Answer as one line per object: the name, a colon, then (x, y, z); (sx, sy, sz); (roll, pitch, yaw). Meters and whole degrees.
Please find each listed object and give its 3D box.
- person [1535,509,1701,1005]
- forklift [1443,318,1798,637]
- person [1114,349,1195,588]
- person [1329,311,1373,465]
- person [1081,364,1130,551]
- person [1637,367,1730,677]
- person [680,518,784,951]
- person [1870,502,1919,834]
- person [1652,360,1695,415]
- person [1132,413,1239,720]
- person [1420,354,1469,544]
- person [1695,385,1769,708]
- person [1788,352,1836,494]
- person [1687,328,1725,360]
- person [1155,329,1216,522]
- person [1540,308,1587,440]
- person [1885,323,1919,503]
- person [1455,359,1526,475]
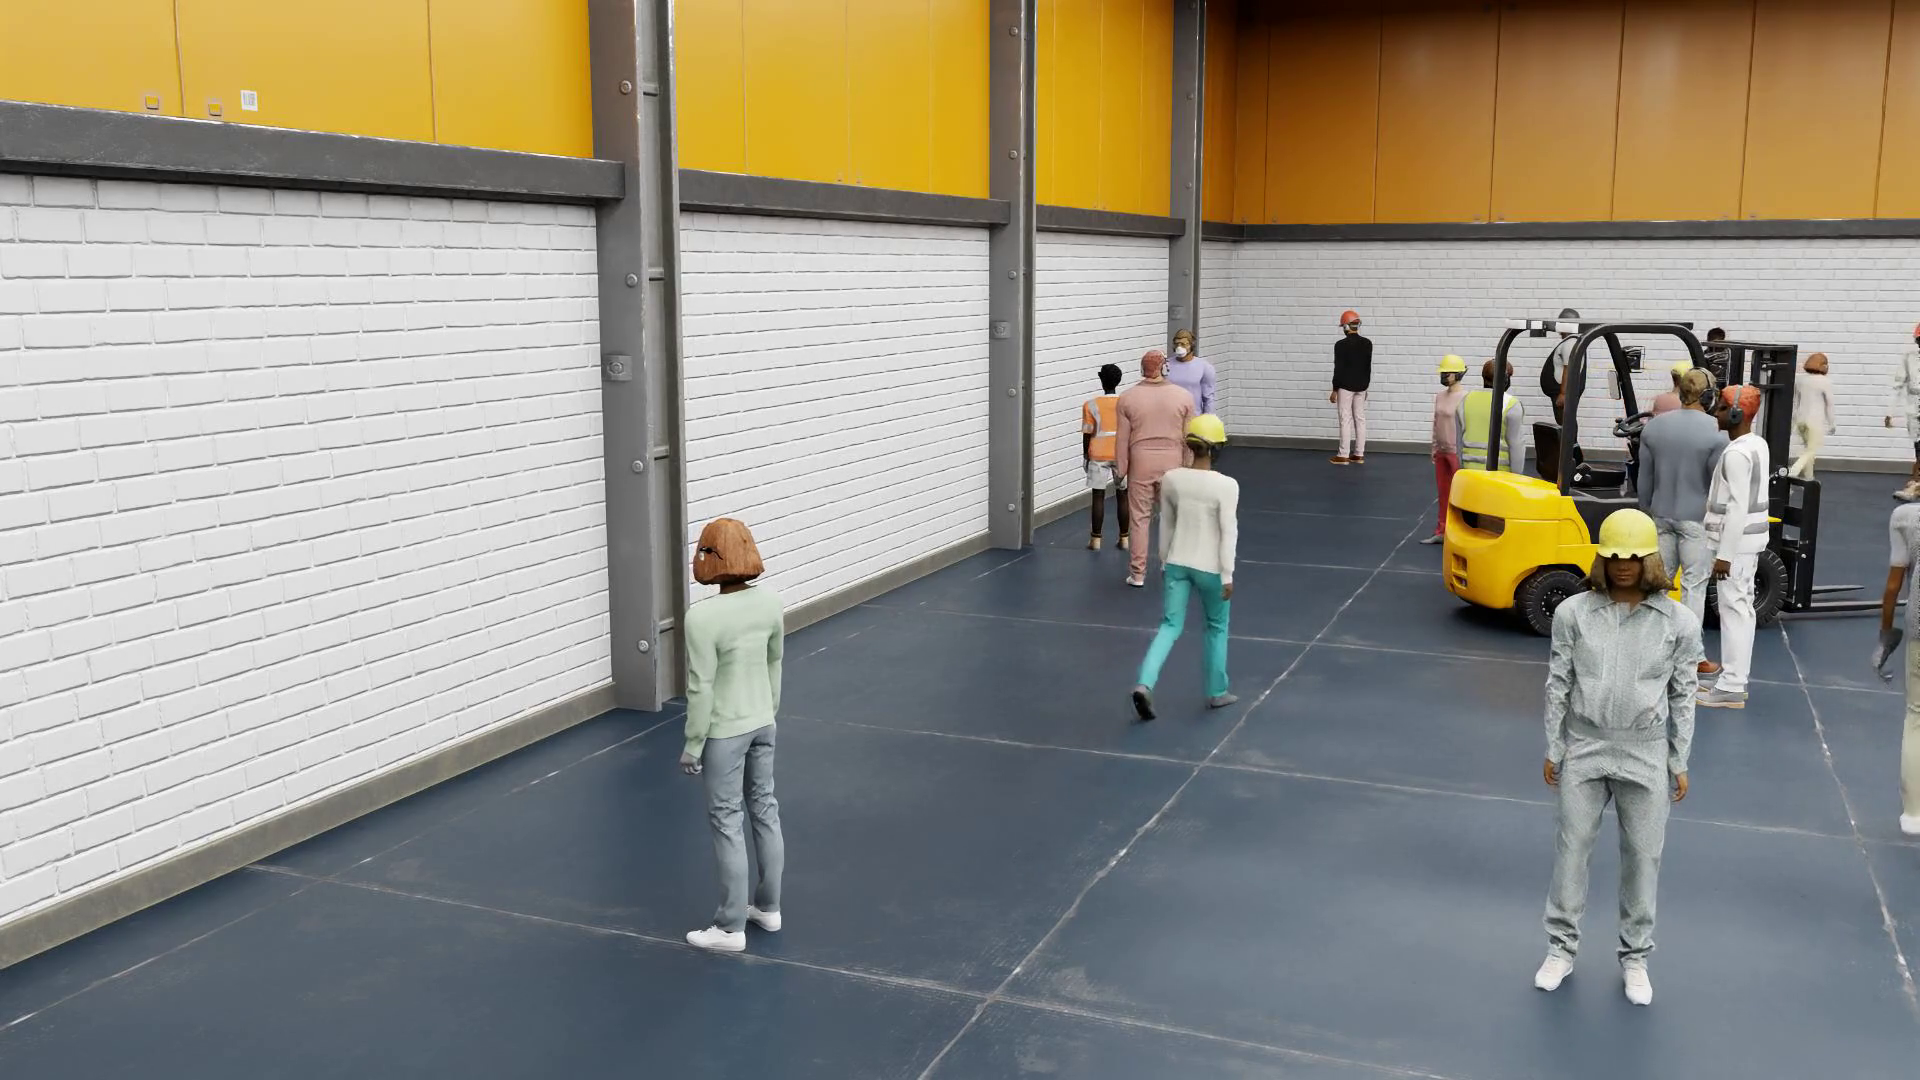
person: (2.283, 0.751, 5.790); (0.492, 1.742, 0.321); (4, 10, 23)
forklift: (4.706, -0.497, 11.990); (2.313, 2.155, 1.214); (-2, 10, -10)
person: (1.550, -0.564, 13.281); (0.639, 1.904, 0.402); (0, 9, 2)
person: (5.046, -1.966, 21.517); (0.608, 1.987, 0.388); (-5, 11, -29)
person: (1.350, -0.741, 15.001); (0.530, 1.689, 0.321); (0, 9, -3)
person: (4.544, -0.113, 10.435); (0.362, 1.938, 0.631); (-6, 11, -31)
person: (-0.853, 0.727, 6.269); (0.286, 1.633, 0.499); (6, 11, 33)
person: (4.305, 0.455, 7.308); (0.554, 1.875, 0.616); (7, 11, 35)
person: (6.275, -0.752, 14.908); (0.744, 1.726, 0.571); (-3, 10, -15)
person: (1.302, 0.154, 9.437); (0.540, 1.742, 0.819); (8, 12, 40)
person: (4.446, -0.795, 15.087); (0.328, 1.769, 0.526); (-3, 10, -18)
person: (4.502, 0.039, 9.686); (0.360, 1.883, 0.574); (6, 11, 34)
person: (9.524, -1.311, 18.702); (0.715, 1.602, 0.486); (-4, 10, -21)
person: (8.689, -1.530, 19.293); (0.645, 1.867, 1.013); (5, 10, 26)
person: (2.222, -1.130, 16.598); (0.630, 1.940, 0.370); (4, 10, 22)
person: (7.551, -1.884, 20.857); (0.535, 2.000, 0.674); (5, 11, 28)
person: (10.531, -1.415, 18.200); (1.072, 1.983, 0.645); (-7, 12, -36)
person: (4.218, -0.517, 13.180); (0.429, 1.844, 0.626); (-6, 11, -33)
